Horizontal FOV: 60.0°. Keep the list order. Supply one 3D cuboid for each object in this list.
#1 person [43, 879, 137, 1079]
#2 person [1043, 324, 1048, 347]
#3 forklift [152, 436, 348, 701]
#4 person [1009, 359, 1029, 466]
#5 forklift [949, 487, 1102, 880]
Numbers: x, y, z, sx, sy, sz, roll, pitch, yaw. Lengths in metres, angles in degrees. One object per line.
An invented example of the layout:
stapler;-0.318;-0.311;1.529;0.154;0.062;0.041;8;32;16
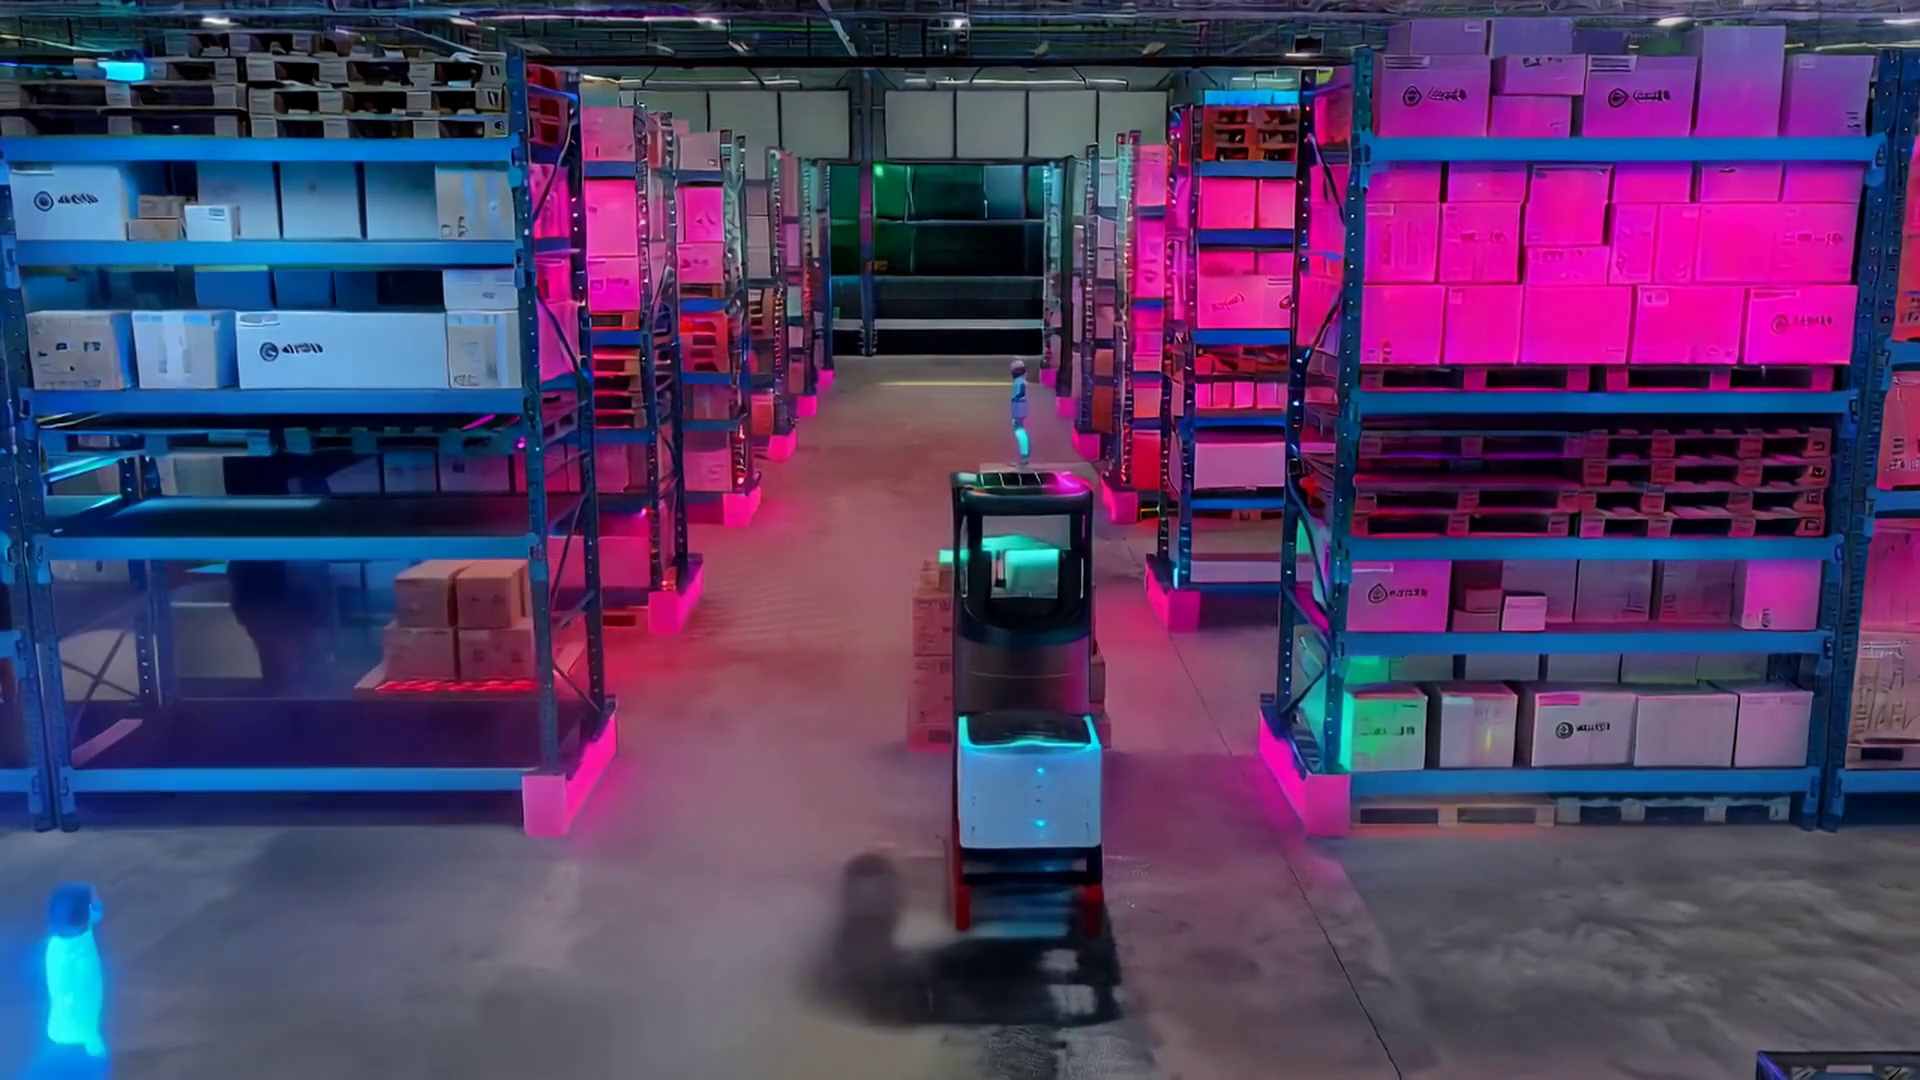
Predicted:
person;-4.411;2.502;8.462;0.586;1.616;0.513;-3;12;-12
person;2.761;-5.975;49.977;0.569;1.818;0.883;5;12;22
forklift;-7.060;0.187;16.775;1.873;2.768;1.129;0;11;-1
person;1.119;-2.449;31.920;0.395;2.042;0.611;4;12;19
forklift;0.495;0.986;12.813;1.129;2.768;1.873;0;11;-2
